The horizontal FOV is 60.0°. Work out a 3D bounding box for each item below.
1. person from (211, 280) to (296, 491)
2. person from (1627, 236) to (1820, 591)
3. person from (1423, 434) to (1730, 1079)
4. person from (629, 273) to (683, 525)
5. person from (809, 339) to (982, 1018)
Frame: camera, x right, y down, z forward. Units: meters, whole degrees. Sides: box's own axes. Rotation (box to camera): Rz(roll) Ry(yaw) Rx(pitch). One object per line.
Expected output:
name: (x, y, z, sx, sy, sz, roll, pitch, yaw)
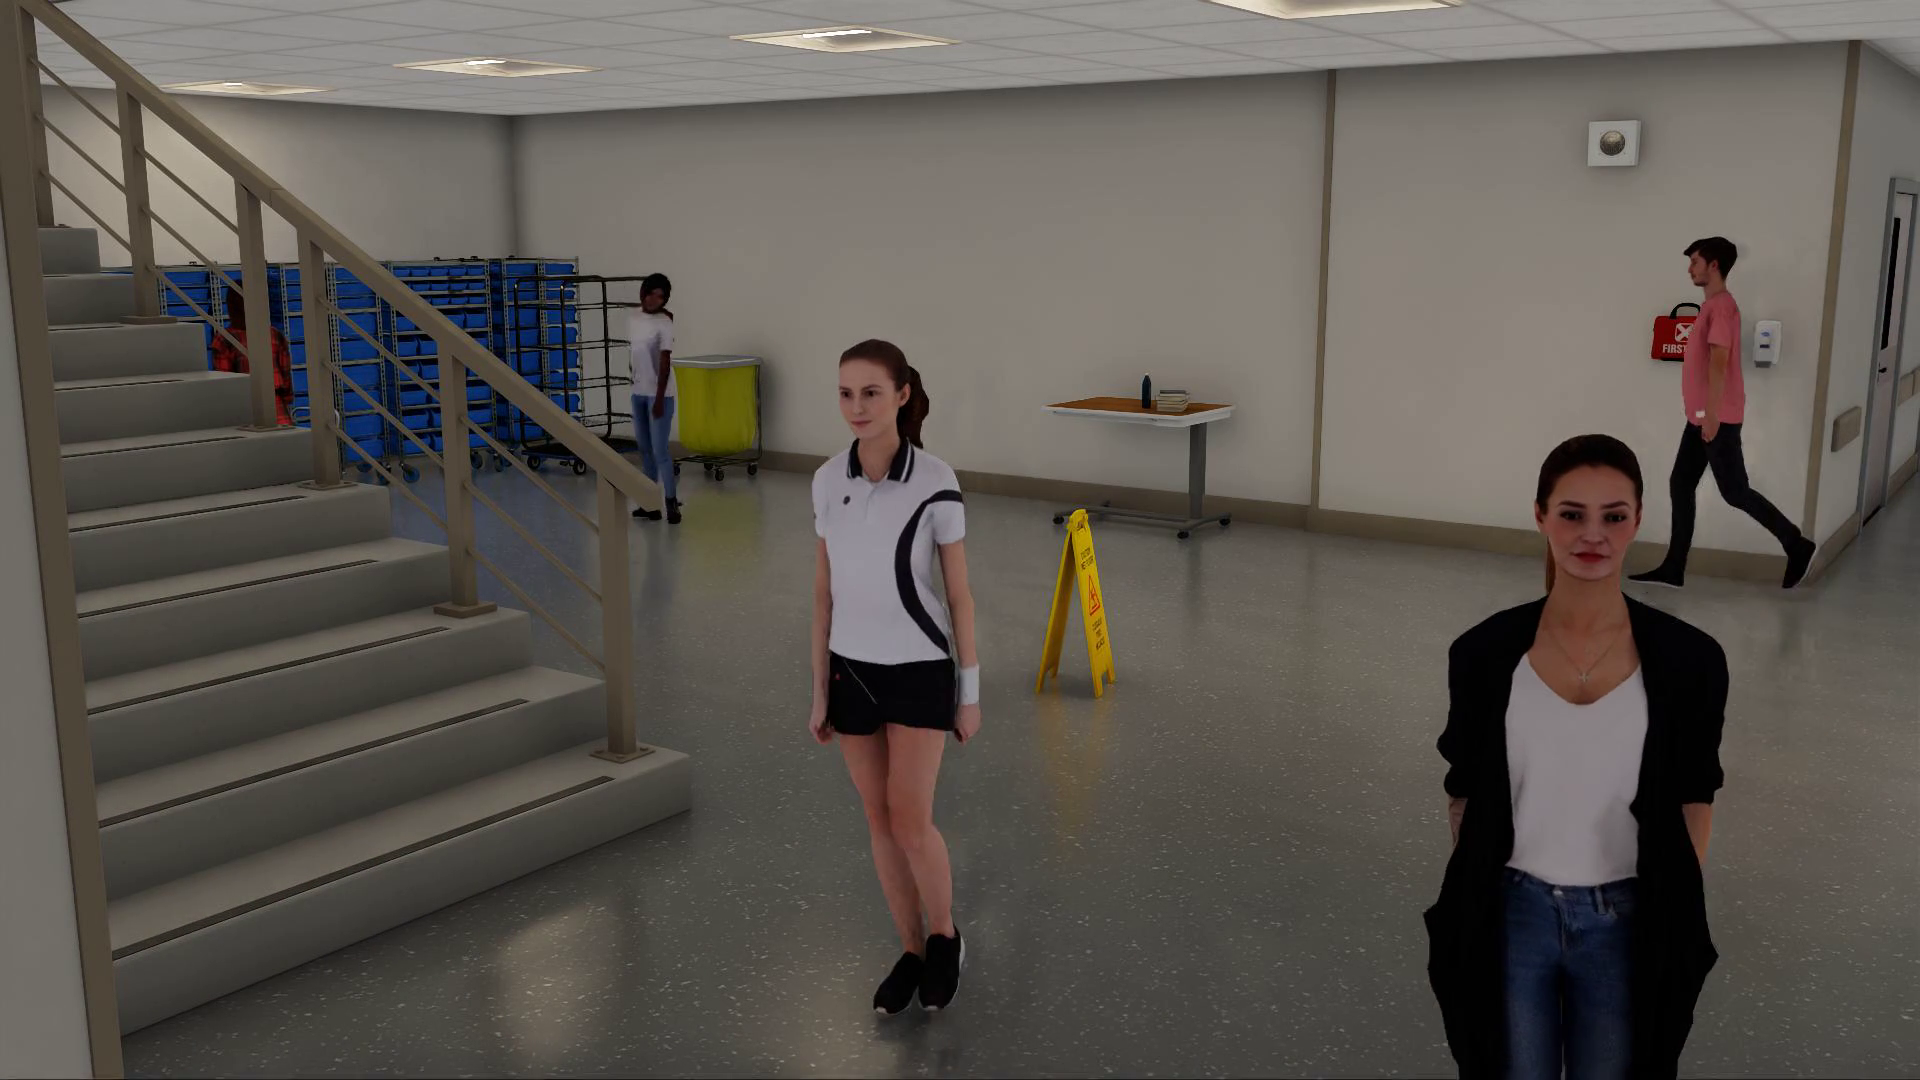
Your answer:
person: (-4.177, -0.693, 9.888, 0.652, 1.701, 0.614, -10, 15, -42)
person: (4.216, -0.645, 9.047, 1.283, 1.922, 0.954, 3, 11, 13)
person: (1.058, 0.651, 2.900, 0.992, 1.666, 0.827, 4, 12, 22)
person: (-2.113, -0.965, 11.335, 0.822, 1.697, 0.527, -6, 12, -30)
person: (-0.135, 0.353, 4.286, 0.563, 1.735, 0.666, 5, 12, 24)
